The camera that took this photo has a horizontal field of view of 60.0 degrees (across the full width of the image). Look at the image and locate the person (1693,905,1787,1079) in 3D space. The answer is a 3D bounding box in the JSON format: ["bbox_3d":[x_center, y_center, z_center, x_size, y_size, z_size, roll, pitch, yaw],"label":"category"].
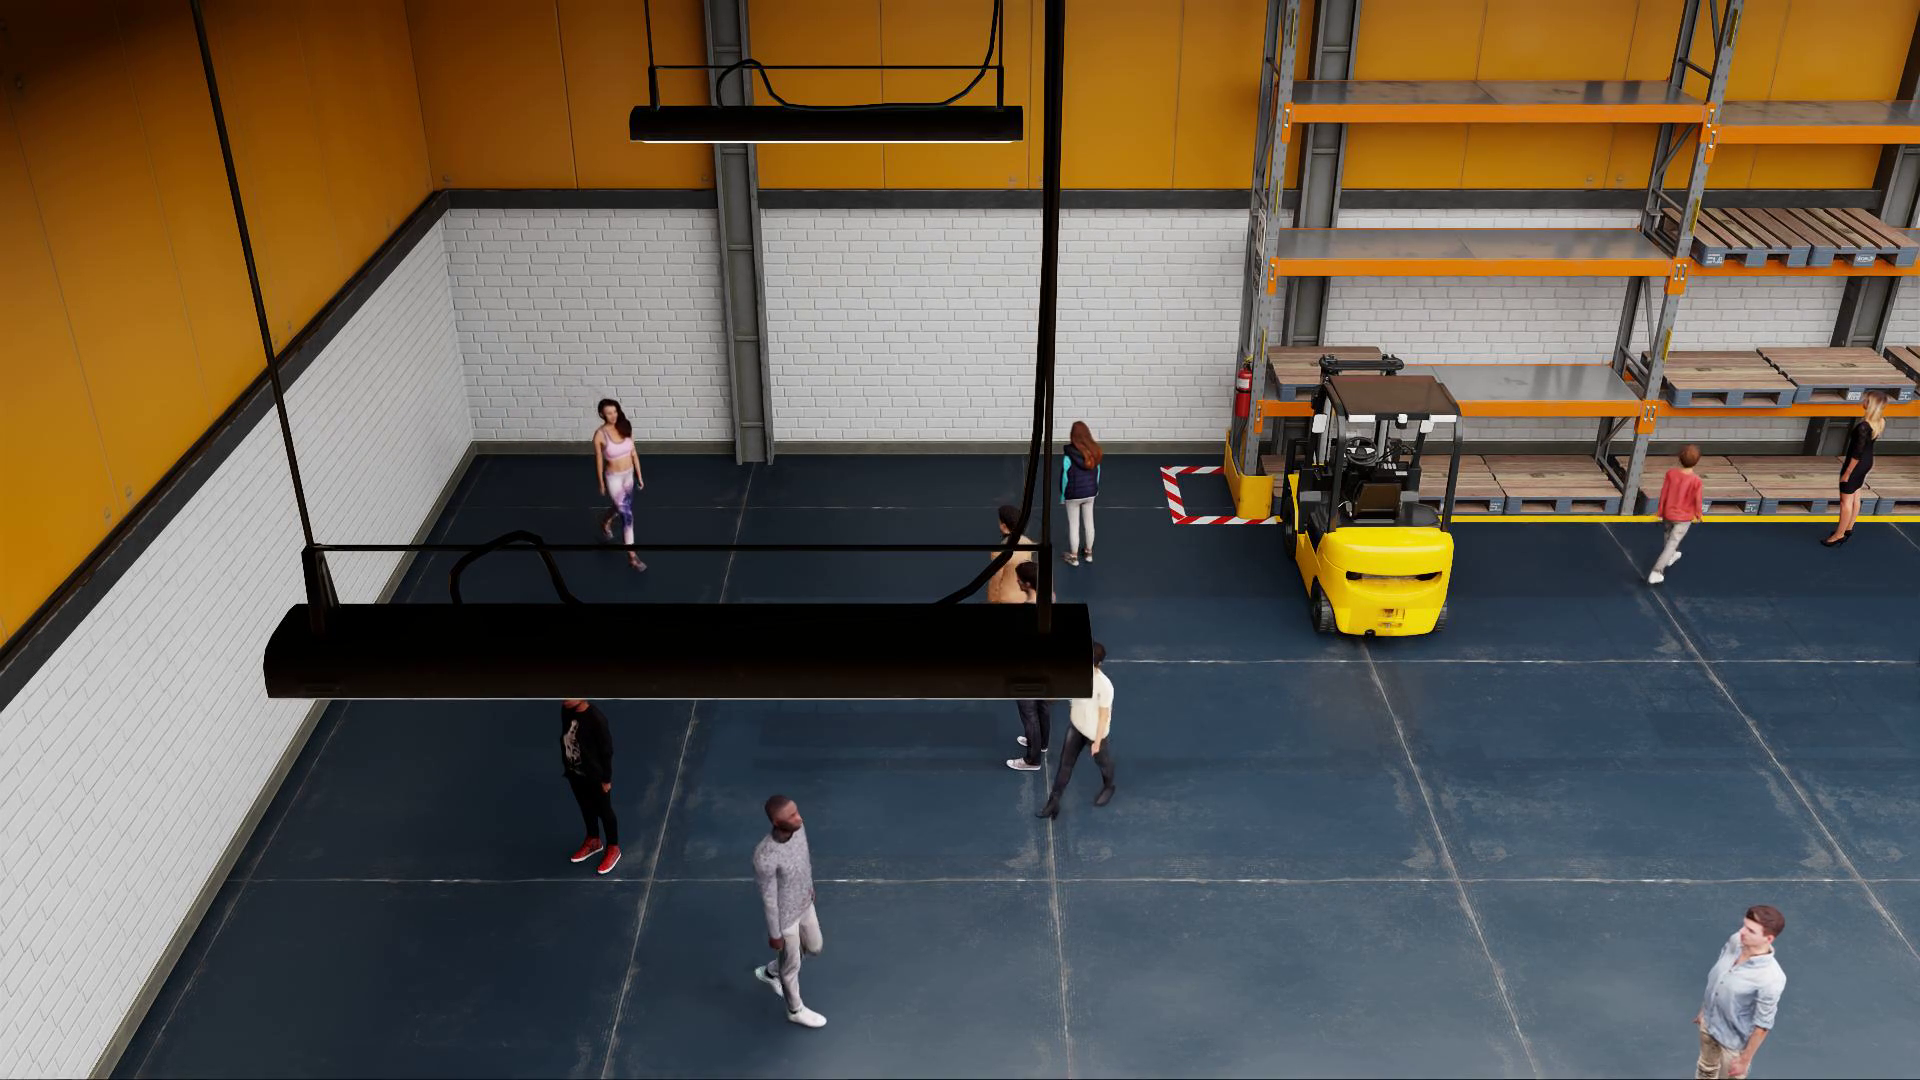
[{"bbox_3d":[4.543,2.879,9.785,0.591,1.847,0.675,-3,29,-6],"label":"person"}]

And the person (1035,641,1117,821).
[{"bbox_3d":[1.048,1.434,12.742,1.093,1.551,0.991,-22,35,-34],"label":"person"}]

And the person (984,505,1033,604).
[{"bbox_3d":[0.467,0.530,14.247,1.138,1.698,1.025,21,35,33],"label":"person"}]

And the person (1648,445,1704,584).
[{"bbox_3d":[6.853,-0.218,15.946,0.997,1.385,0.881,-21,35,-33],"label":"person"}]

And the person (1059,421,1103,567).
[{"bbox_3d":[1.175,-0.465,16.279,0.637,1.500,0.730,-13,31,-22],"label":"person"}]

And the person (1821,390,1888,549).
[{"bbox_3d":[8.917,-0.709,16.543,0.596,1.676,0.667,-24,36,-36],"label":"person"}]

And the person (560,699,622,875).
[{"bbox_3d":[-2.715,1.675,12.172,0.627,1.675,0.738,16,33,27],"label":"person"}]

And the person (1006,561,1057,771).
[{"bbox_3d":[0.585,0.987,13.251,0.669,1.850,0.737,10,30,17],"label":"person"}]

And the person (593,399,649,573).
[{"bbox_3d":[-3.379,-0.592,16.268,1.182,1.732,1.082,23,36,36],"label":"person"}]

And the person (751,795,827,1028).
[{"bbox_3d":[-1.177,2.364,10.744,0.913,1.833,0.854,11,30,19],"label":"person"}]
